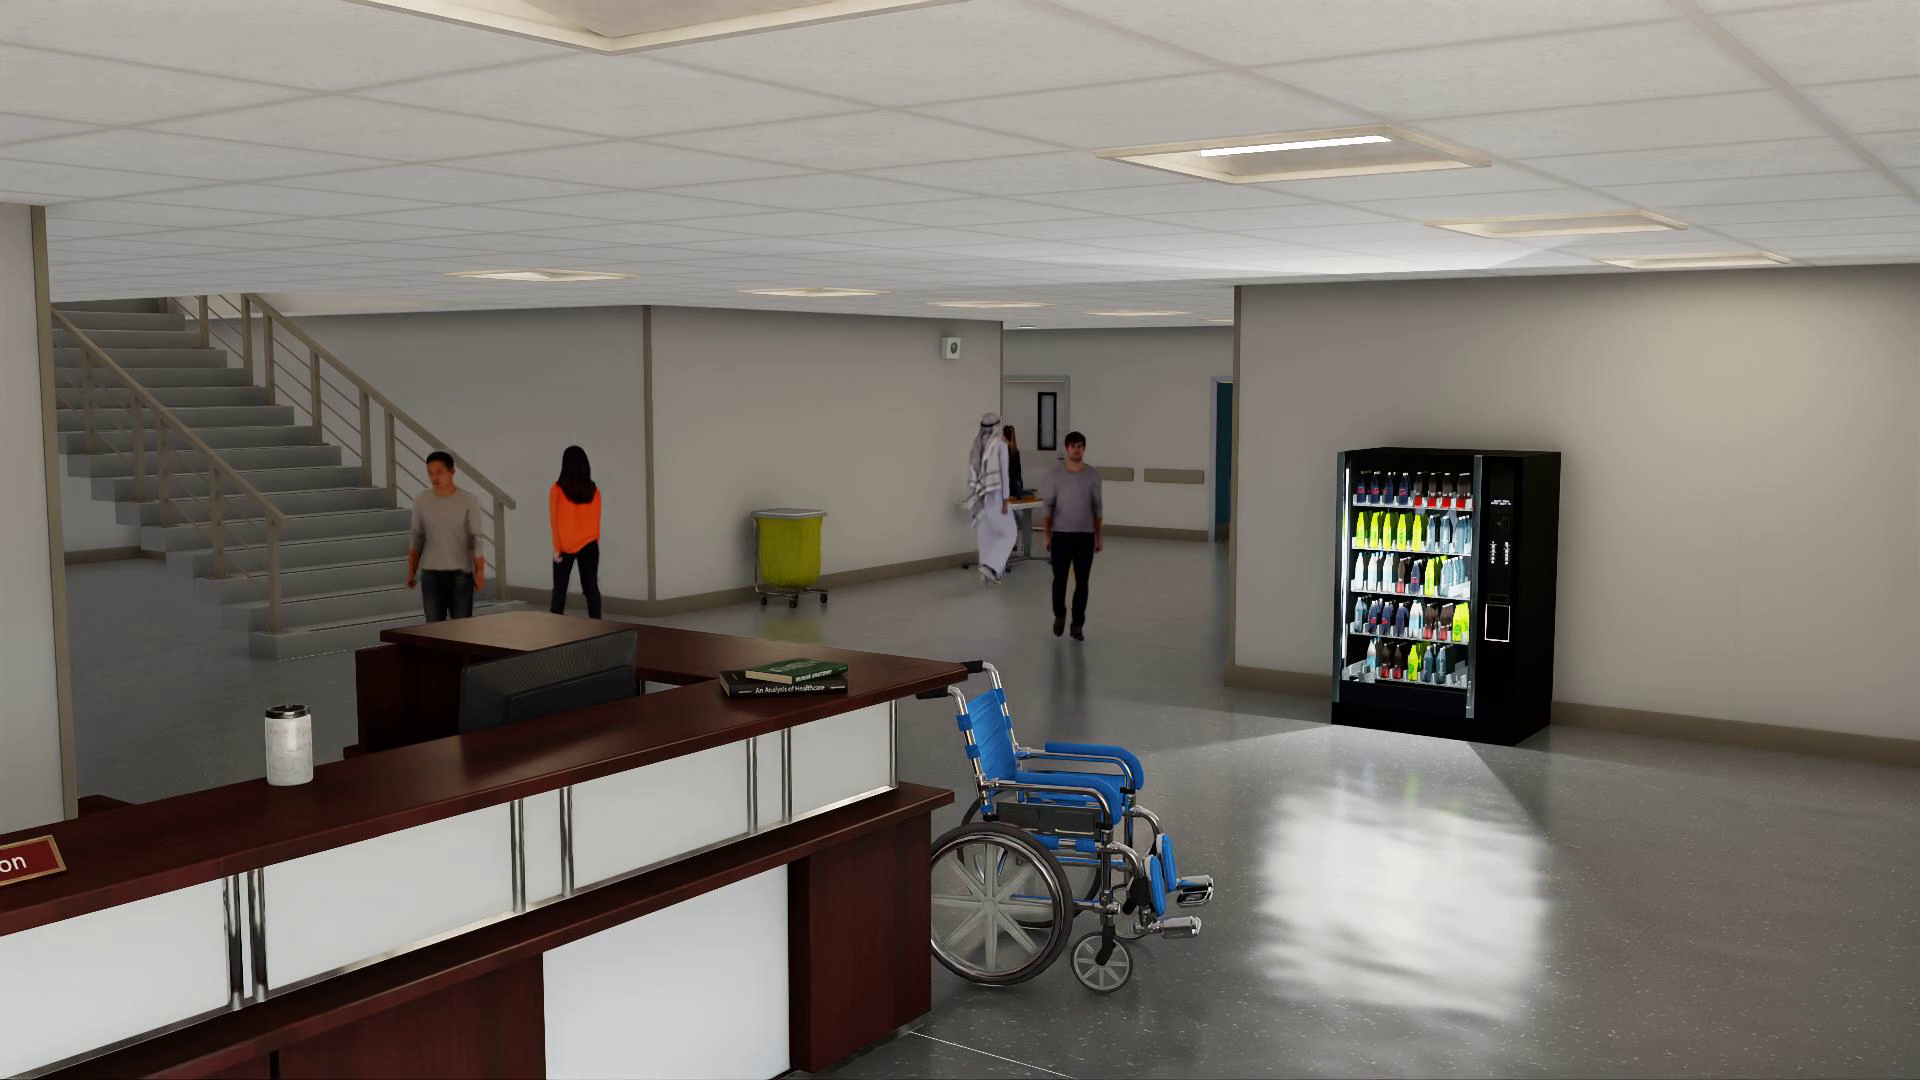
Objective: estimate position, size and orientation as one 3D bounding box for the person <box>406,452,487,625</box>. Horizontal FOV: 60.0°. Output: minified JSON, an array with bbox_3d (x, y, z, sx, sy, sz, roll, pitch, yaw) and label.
[{"bbox_3d":[-3.700,0.255,12.113,1.183,1.762,1.205,0,6,-4],"label":"person"}]

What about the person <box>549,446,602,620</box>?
[{"bbox_3d":[-3.158,0.101,13.881,0.850,1.715,1.116,-4,7,-37],"label":"person"}]

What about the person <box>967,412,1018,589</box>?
[{"bbox_3d":[0.271,-0.418,18.047,0.761,1.913,0.773,3,7,31],"label":"person"}]

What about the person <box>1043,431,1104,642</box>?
[{"bbox_3d":[0.980,-0.039,14.671,0.795,1.836,0.865,-1,6,-6],"label":"person"}]
